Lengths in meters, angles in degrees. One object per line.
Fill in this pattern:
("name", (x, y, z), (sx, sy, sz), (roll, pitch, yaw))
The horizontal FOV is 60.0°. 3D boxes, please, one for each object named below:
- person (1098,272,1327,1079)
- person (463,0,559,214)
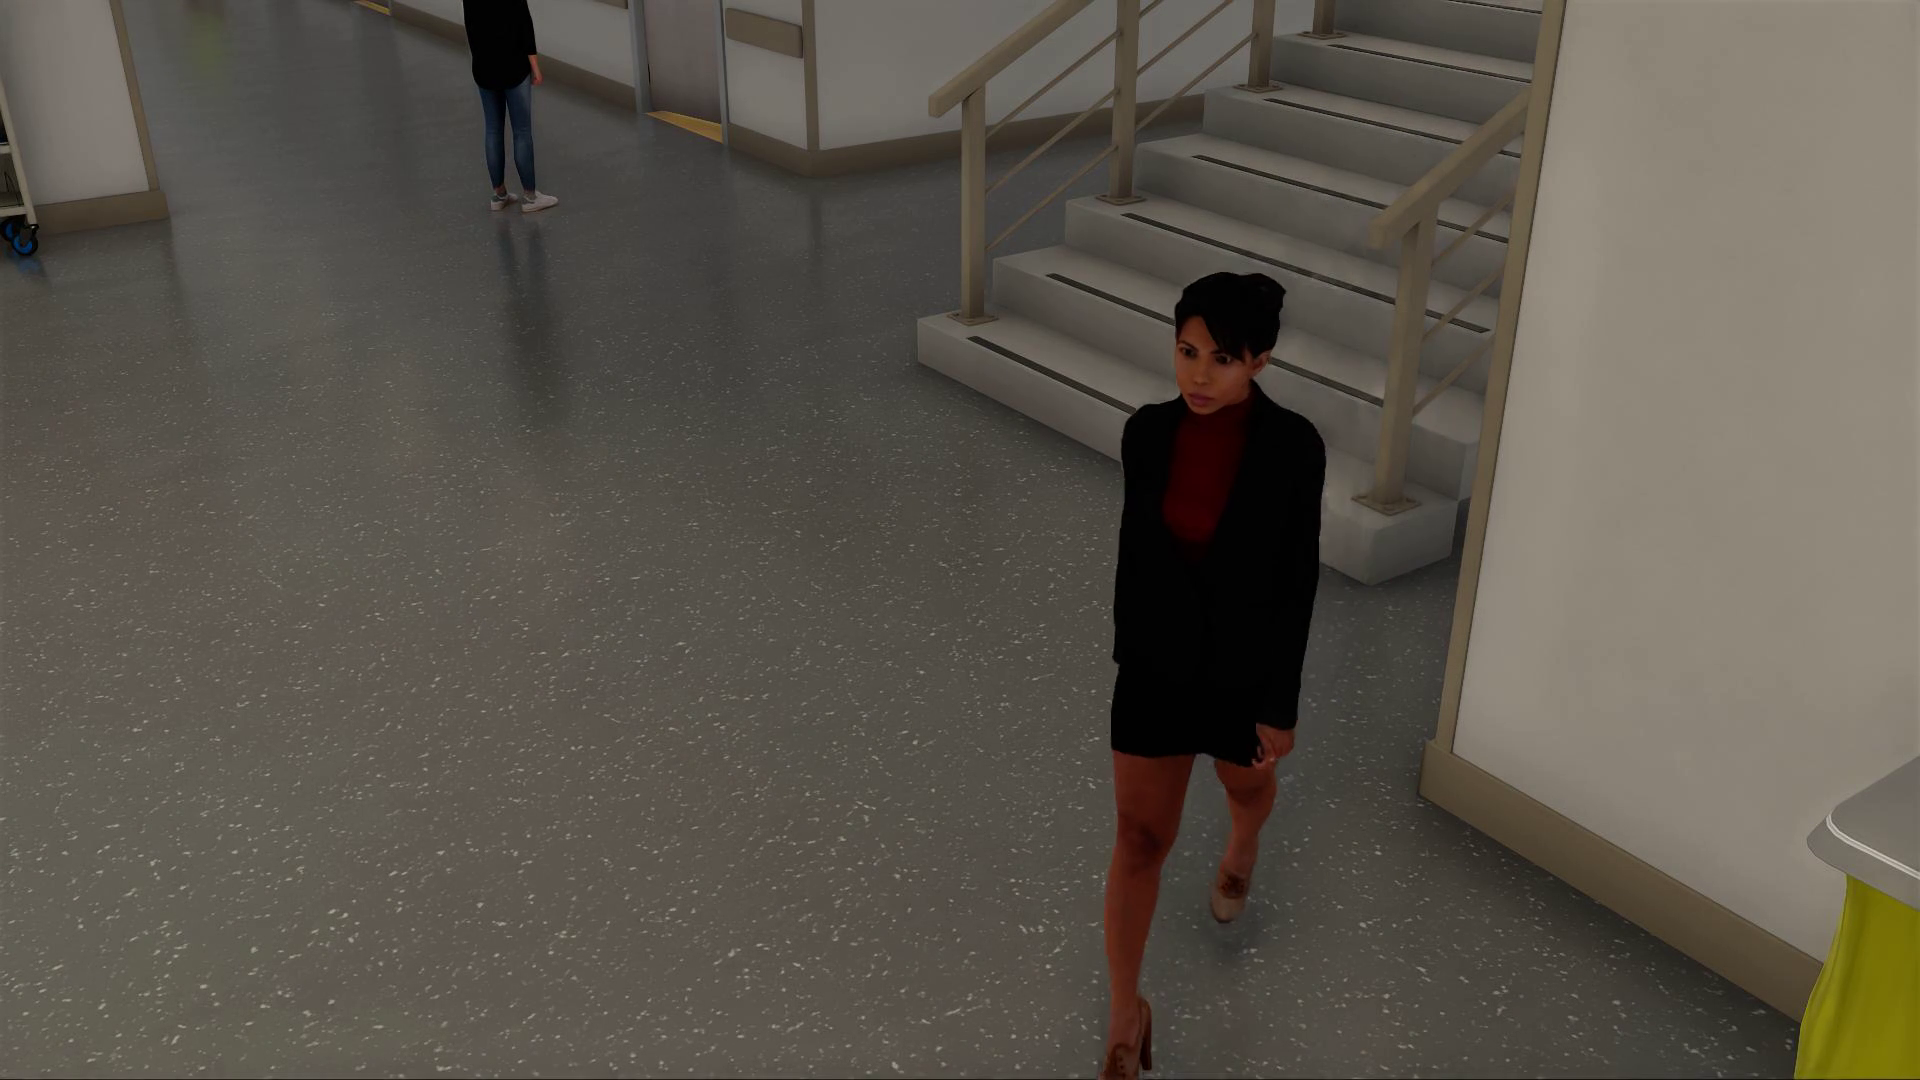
("person", (0.505, 0.271, 3.243), (0.926, 1.597, 1.092), (10, 27, 19))
("person", (-2.562, -2.674, 9.295), (0.658, 1.646, 0.691), (8, 27, 17))
